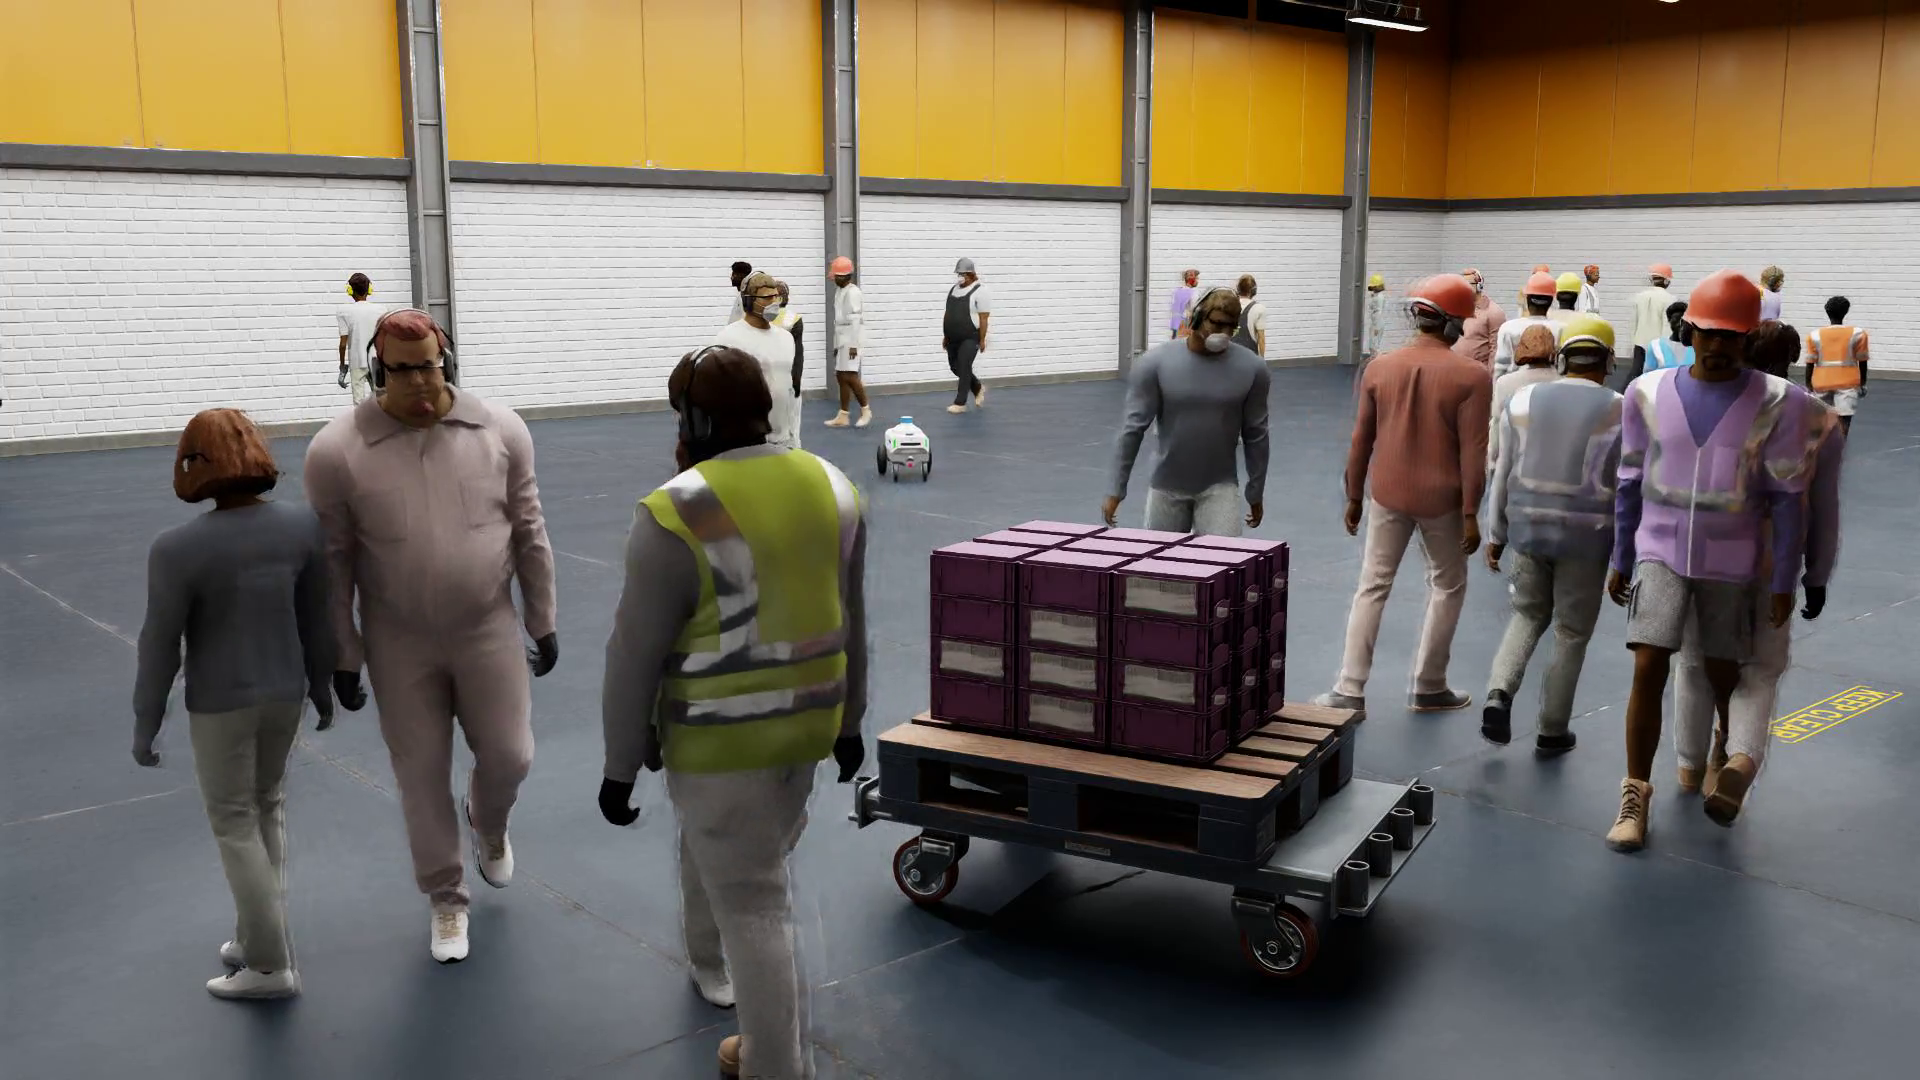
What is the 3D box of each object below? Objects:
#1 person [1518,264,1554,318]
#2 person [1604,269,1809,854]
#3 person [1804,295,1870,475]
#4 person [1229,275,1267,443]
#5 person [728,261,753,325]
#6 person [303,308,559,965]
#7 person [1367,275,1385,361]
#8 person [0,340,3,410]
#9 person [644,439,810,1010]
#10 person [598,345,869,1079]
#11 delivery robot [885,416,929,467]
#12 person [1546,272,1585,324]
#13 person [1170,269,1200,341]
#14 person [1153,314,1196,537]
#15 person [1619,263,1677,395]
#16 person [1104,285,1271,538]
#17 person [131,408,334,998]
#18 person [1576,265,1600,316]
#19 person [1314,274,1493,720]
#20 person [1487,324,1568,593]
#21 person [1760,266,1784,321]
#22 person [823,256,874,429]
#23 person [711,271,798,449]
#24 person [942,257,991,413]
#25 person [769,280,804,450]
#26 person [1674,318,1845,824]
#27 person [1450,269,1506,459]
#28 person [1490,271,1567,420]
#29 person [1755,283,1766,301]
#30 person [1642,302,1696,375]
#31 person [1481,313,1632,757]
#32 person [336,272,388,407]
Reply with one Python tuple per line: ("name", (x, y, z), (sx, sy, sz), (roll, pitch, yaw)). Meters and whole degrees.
("person", (9.220, -3.476, 26.714), (0.578, 1.908, 0.758), (6, 12, 33))
("person", (2.628, 0.042, 5.870), (0.624, 1.992, 1.012), (7, 12, 34))
("person", (8.110, -1.437, 15.430), (0.533, 1.670, 0.799), (7, 12, 36))
("person", (3.083, -1.952, 18.023), (0.520, 1.814, 0.766), (4, 11, 23))
("person", (-2.655, -2.425, 20.355), (0.367, 1.966, 0.605), (-1, 10, -8))
("person", (-1.531, 0.265, 4.870), (0.684, 1.879, 0.536), (-4, 11, -23))
("person", (7.000, -3.601, 28.014), (0.387, 1.701, 0.642), (1, 10, 5))
("person", (-8.355, -1.292, 13.917), (0.398, 1.910, 0.652), (7, 12, 36))
("person", (-0.629, 0.455, 4.474), (0.539, 1.624, 0.378), (-6, 11, -30))
("person", (-0.521, 0.469, 3.848), (0.561, 1.818, 0.675), (8, 12, 39))
("delivery robot", (-0.487, -0.886, 15.196), (0.477, 0.478, 0.707), (-1, 10, -8))
("person", (4.989, -1.274, 13.831), (0.597, 1.900, 0.827), (6, 11, 29))
("person", (3.449, -3.102, 24.722), (0.714, 1.816, 0.613), (-3, 10, -18))
("person", (1.677, -0.843, 12.137), (0.526, 1.595, 0.819), (1, 10, 7))
("person", (8.435, -2.414, 20.373), (1.035, 1.950, 0.629), (-5, 11, -27))
("person", (1.023, -0.203, 7.564), (0.770, 1.886, 0.649), (0, 10, 2))
("person", (-1.998, 0.448, 4.540), (0.435, 1.618, 0.540), (6, 11, 31))
("person", (9.682, -3.287, 25.648), (0.351, 1.882, 0.582), (7, 12, 35))
("person", (1.953, -0.173, 7.262), (0.665, 1.954, 0.657), (8, 12, 38))
("person", (3.394, -0.465, 9.864), (0.529, 1.618, 0.344), (1, 10, 3))
("person", (8.635, -2.011, 18.080), (0.521, 1.916, 0.744), (0, 10, 3))
("person", (-1.319, -2.311, 19.542), (0.457, 2.021, 0.756), (-4, 10, -21))
("person", (-1.123, -0.539, 9.395), (0.372, 1.940, 0.632), (6, 11, 31))
("person", (0.102, -2.697, 21.727), (0.834, 2.000, 0.685), (-9, 13, -44))
("person", (-1.762, -1.530, 15.611), (0.633, 1.812, 0.906), (3, 10, 19))
("person", (2.791, 0.109, 5.987), (0.651, 1.810, 0.810), (5, 11, 26))
("person", (4.595, -1.499, 15.112), (0.409, 1.908, 0.640), (-8, 13, -39))
("person", (4.133, -0.972, 11.985), (0.545, 1.918, 0.775), (1, 10, 6))
("person", (8.270, -1.811, 17.451), (0.742, 1.737, 0.529), (1, 10, 8))
("person", (5.858, -1.114, 13.592), (0.533, 1.644, 0.875), (3, 10, 16))
("person", (2.410, 0.001, 6.648), (0.614, 1.798, 0.538), (9, 13, 41))
("person", (-5.784, -1.659, 16.169), (0.514, 1.866, 0.329), (-6, 11, -32))
